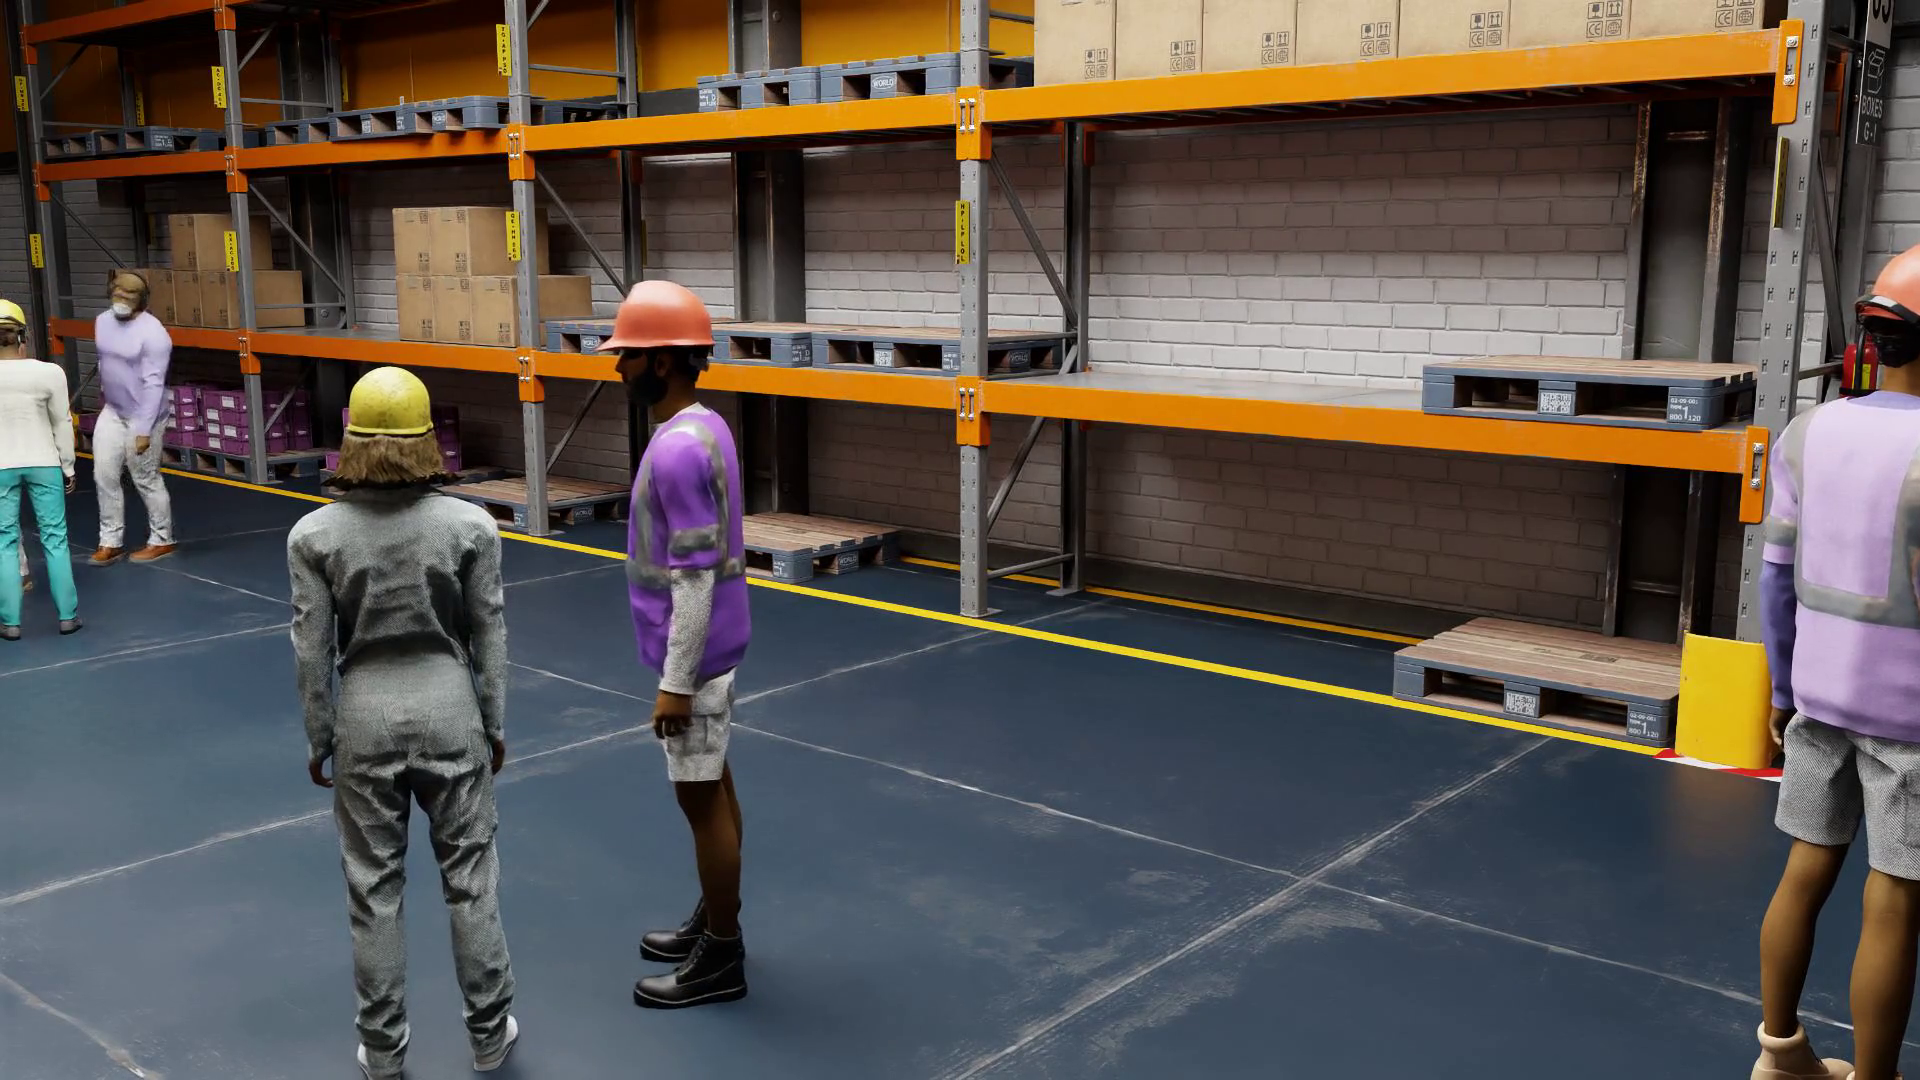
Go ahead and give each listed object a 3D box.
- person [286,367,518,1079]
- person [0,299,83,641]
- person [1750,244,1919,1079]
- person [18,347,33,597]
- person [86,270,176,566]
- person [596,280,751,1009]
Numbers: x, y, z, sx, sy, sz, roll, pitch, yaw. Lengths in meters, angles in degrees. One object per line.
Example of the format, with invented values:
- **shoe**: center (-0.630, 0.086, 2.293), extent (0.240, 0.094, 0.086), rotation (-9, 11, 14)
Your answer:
- **person**: center (-1.340, 0.456, 4.031), extent (0.487, 1.744, 0.312), rotation (-3, 10, -17)
- **person**: center (-4.872, -0.358, 8.624), extent (0.523, 1.760, 0.324), rotation (-6, 12, -30)
- **person**: center (2.073, 0.364, 3.705), extent (0.391, 2.040, 0.615), rotation (-3, 10, -17)
- **person**: center (-5.511, -0.557, 9.242), extent (0.630, 1.934, 1.075), rotation (0, 10, 0)
- **person**: center (-5.238, -0.750, 10.490), extent (0.712, 1.882, 0.664), rotation (4, 11, 22)
- **person**: center (-0.751, 0.286, 4.447), extent (0.379, 1.938, 0.547), rotation (-1, 10, -3)
